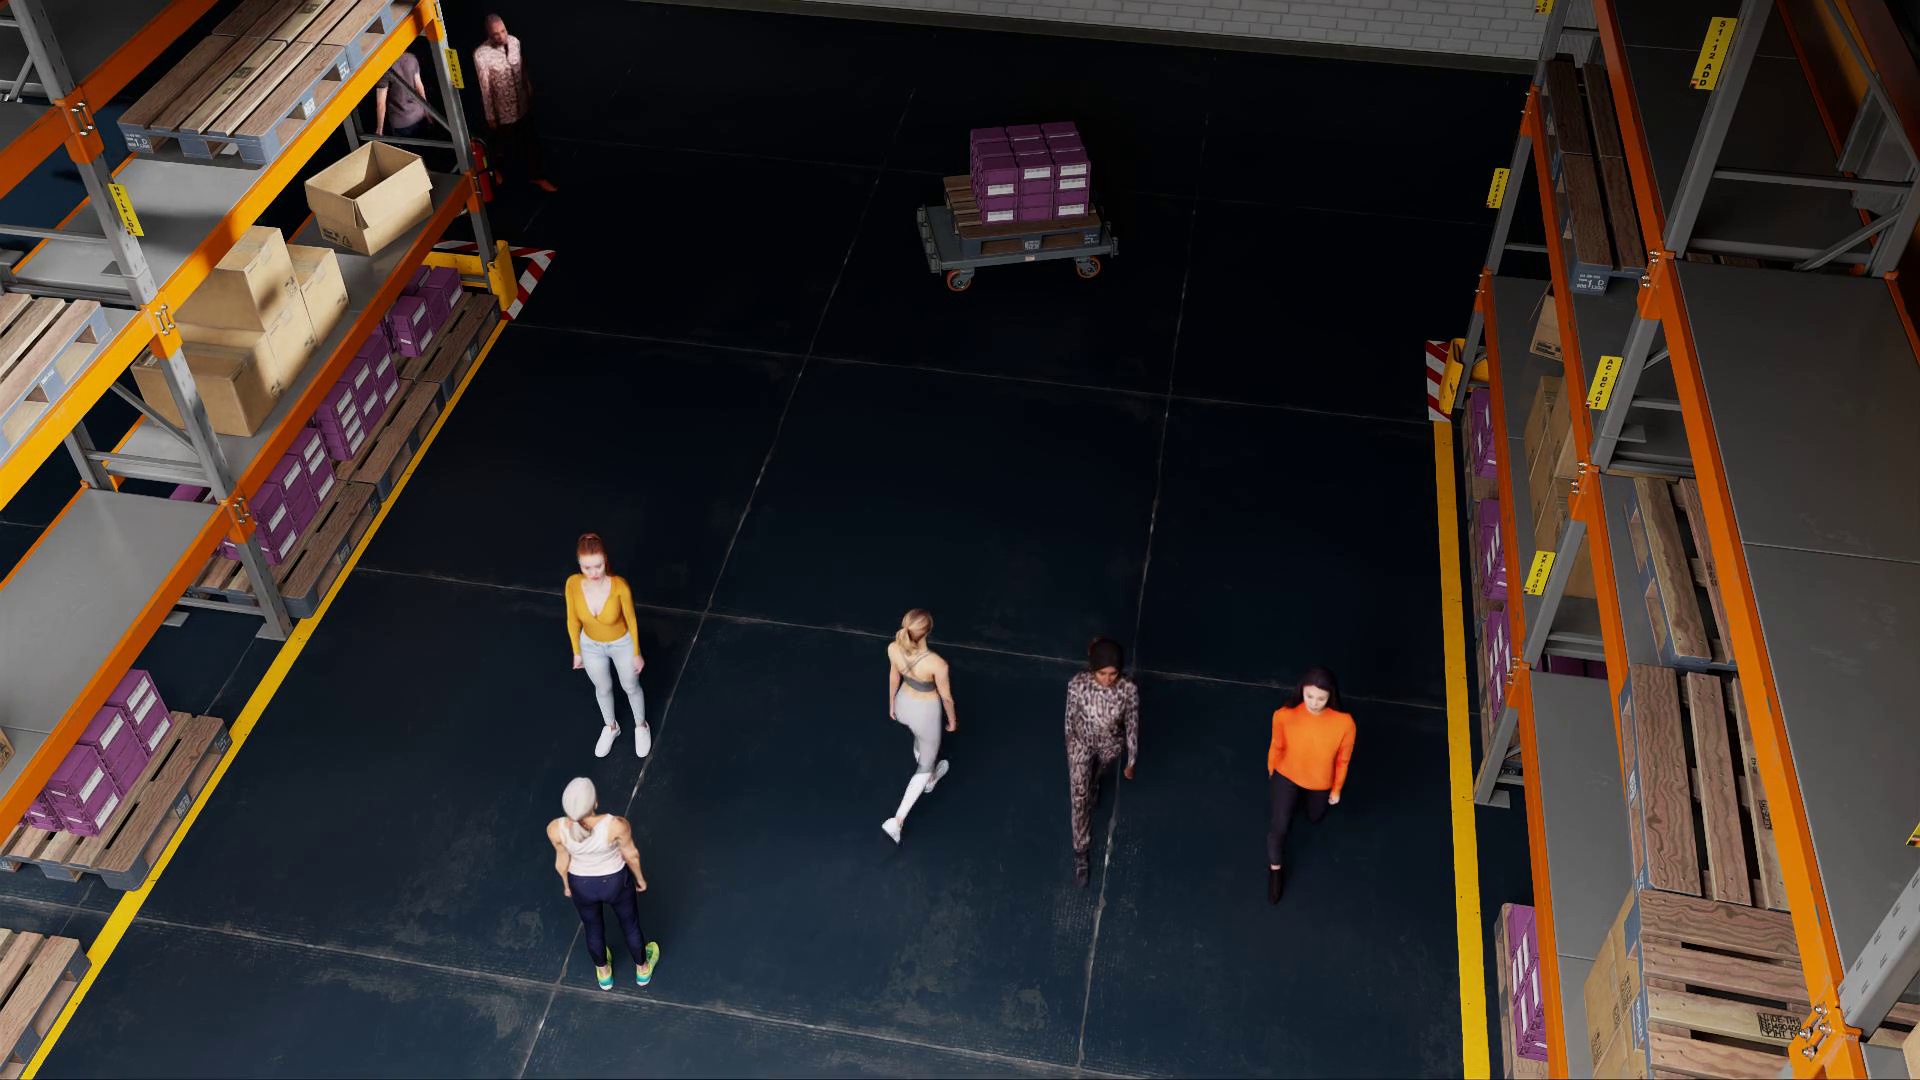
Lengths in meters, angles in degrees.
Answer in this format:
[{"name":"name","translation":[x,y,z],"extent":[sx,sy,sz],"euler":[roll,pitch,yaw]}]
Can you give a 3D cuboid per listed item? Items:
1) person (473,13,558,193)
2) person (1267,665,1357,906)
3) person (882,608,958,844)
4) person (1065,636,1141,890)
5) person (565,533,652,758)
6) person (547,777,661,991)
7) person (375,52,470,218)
[{"name":"person","translation":[-4.132,-3.929,15.018],"extent":[1.000,1.787,0.962],"euler":[24,49,23]},{"name":"person","translation":[1.993,1.312,9.559],"extent":[0.609,1.729,1.002],"euler":[8,44,9]},{"name":"person","translation":[-0.287,1.088,9.829],"extent":[0.822,1.682,1.113],"euler":[22,48,22]},{"name":"person","translation":[0.820,1.143,9.783],"extent":[0.630,1.665,1.172],"euler":[4,44,4]},{"name":"person","translation":[-2.158,0.658,10.230],"extent":[0.627,1.750,0.617],"euler":[1,44,1]},{"name":"person","translation":[-1.938,1.867,8.996],"extent":[0.655,1.702,0.612],"euler":[-3,44,-4]},{"name":"person","translation":[-4.818,-3.648,14.705],"extent":[0.866,1.812,1.155],"euler":[15,46,15]}]
